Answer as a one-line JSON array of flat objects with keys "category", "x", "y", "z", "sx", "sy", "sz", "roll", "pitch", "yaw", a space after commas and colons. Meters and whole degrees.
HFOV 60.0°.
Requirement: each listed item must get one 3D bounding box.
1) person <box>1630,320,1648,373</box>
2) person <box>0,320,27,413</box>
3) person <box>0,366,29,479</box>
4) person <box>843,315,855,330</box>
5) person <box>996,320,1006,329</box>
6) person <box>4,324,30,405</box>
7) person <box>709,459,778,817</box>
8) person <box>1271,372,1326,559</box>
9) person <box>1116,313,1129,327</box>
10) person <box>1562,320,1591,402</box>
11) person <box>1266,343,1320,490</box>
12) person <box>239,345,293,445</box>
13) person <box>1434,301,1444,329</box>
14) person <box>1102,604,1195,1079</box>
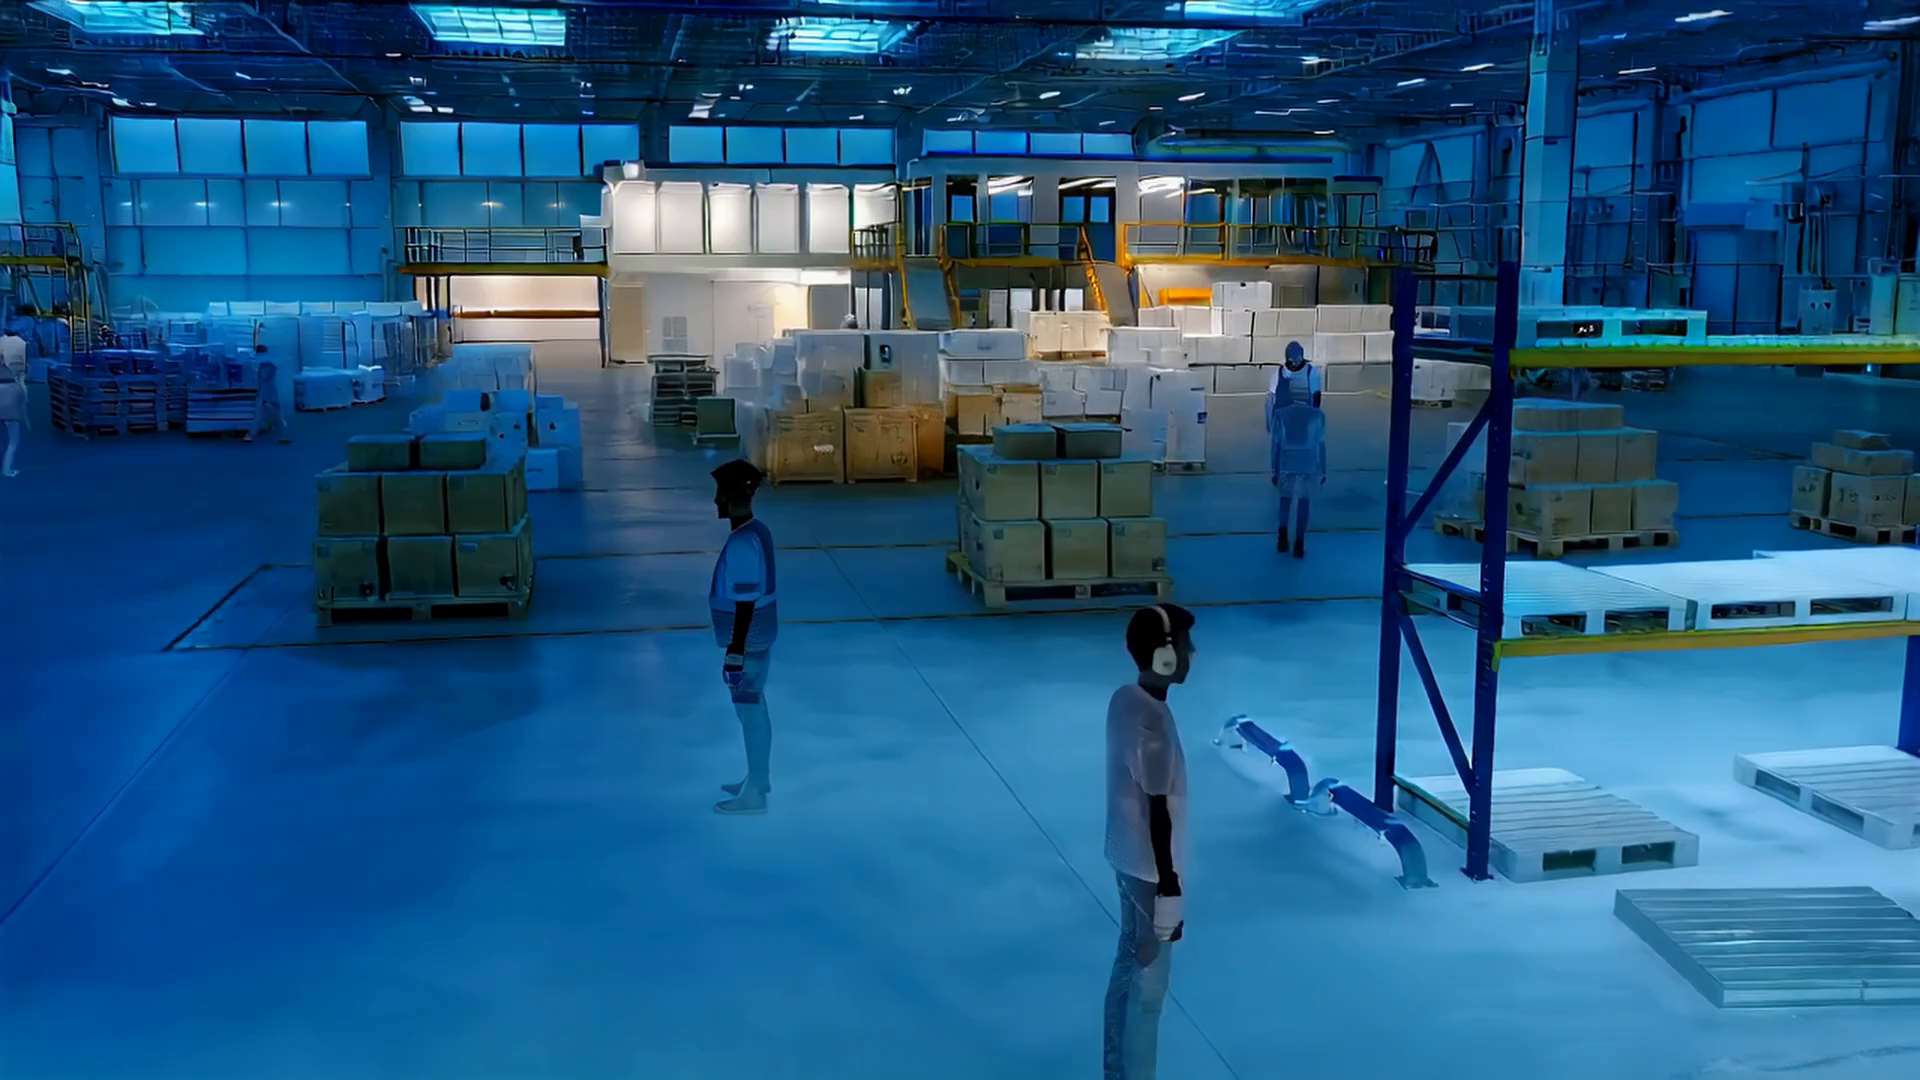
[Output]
[{"category": "person", "x": 19.010, "y": -5.555, "z": 46.675, "sx": 0.786, "sy": 1.831, "sz": 0.523, "roll": 5, "pitch": 10, "yaw": 27}, {"category": "person", "x": -19.571, "y": -3.510, "z": 33.888, "sx": 0.622, "sy": 1.947, "sz": 1.023, "roll": 1, "pitch": 9, "yaw": 7}, {"category": "person", "x": -13.641, "y": -1.684, "z": 23.772, "sx": 0.516, "sy": 1.609, "sz": 0.769, "roll": -2, "pitch": 9, "yaw": -10}, {"category": "person", "x": -2.527, "y": -4.202, "z": 38.149, "sx": 0.447, "sy": 1.918, "sz": 0.581, "roll": 6, "pitch": 11, "yaw": 34}, {"category": "person", "x": 0.793, "y": -3.803, "z": 35.882, "sx": 0.595, "sy": 1.869, "sz": 0.597, "roll": 4, "pitch": 10, "yaw": 23}, {"category": "person", "x": -20.288, "y": -3.744, "z": 35.720, "sx": 0.421, "sy": 1.801, "sz": 0.625, "roll": 7, "pitch": 11, "yaw": 35}, {"category": "person", "x": -1.190, "y": 0.534, "z": 9.149, "sx": 0.365, "sy": 1.965, "sz": 0.608, "roll": 0, "pitch": 9, "yaw": 0}, {"category": "person", "x": 3.500, "y": -0.763, "z": 17.188, "sx": 0.561, "sy": 1.924, "sz": 0.407, "roll": 3, "pitch": 10, "yaw": 20}, {"category": "person", "x": 4.189, "y": -4.899, "z": 42.646, "sx": 0.351, "sy": 1.841, "sz": 0.507, "roll": -8, "pitch": 12, "yaw": -41}, {"category": "person", "x": 12.836, "y": -3.599, "z": 34.522, "sx": 0.884, "sy": 1.920, "sz": 0.625, "roll": -7, "pitch": 12, "yaw": -37}, {"category": "person", "x": 4.537, "y": -1.730, "z": 22.719, "sx": 0.697, "sy": 2.000, "sz": 1.036, "roll": 3, "pitch": 10, "yaw": 16}, {"category": "person", "x": -11.746, "y": -2.443, "z": 28.125, "sx": 0.916, "sy": 1.692, "sz": 0.505, "roll": 1, "pitch": 9, "yaw": 8}, {"category": "person", "x": 17.145, "y": -7.672, "z": 59.646, "sx": 0.619, "sy": 1.799, "sz": 0.950, "roll": -3, "pitch": 10, "yaw": -19}, {"category": "person", "x": 0.664, "y": 1.140, "z": 5.759, "sx": 0.313, "sy": 1.866, "sz": 0.538, "roll": -2, "pitch": 9, "yaw": -10}]
